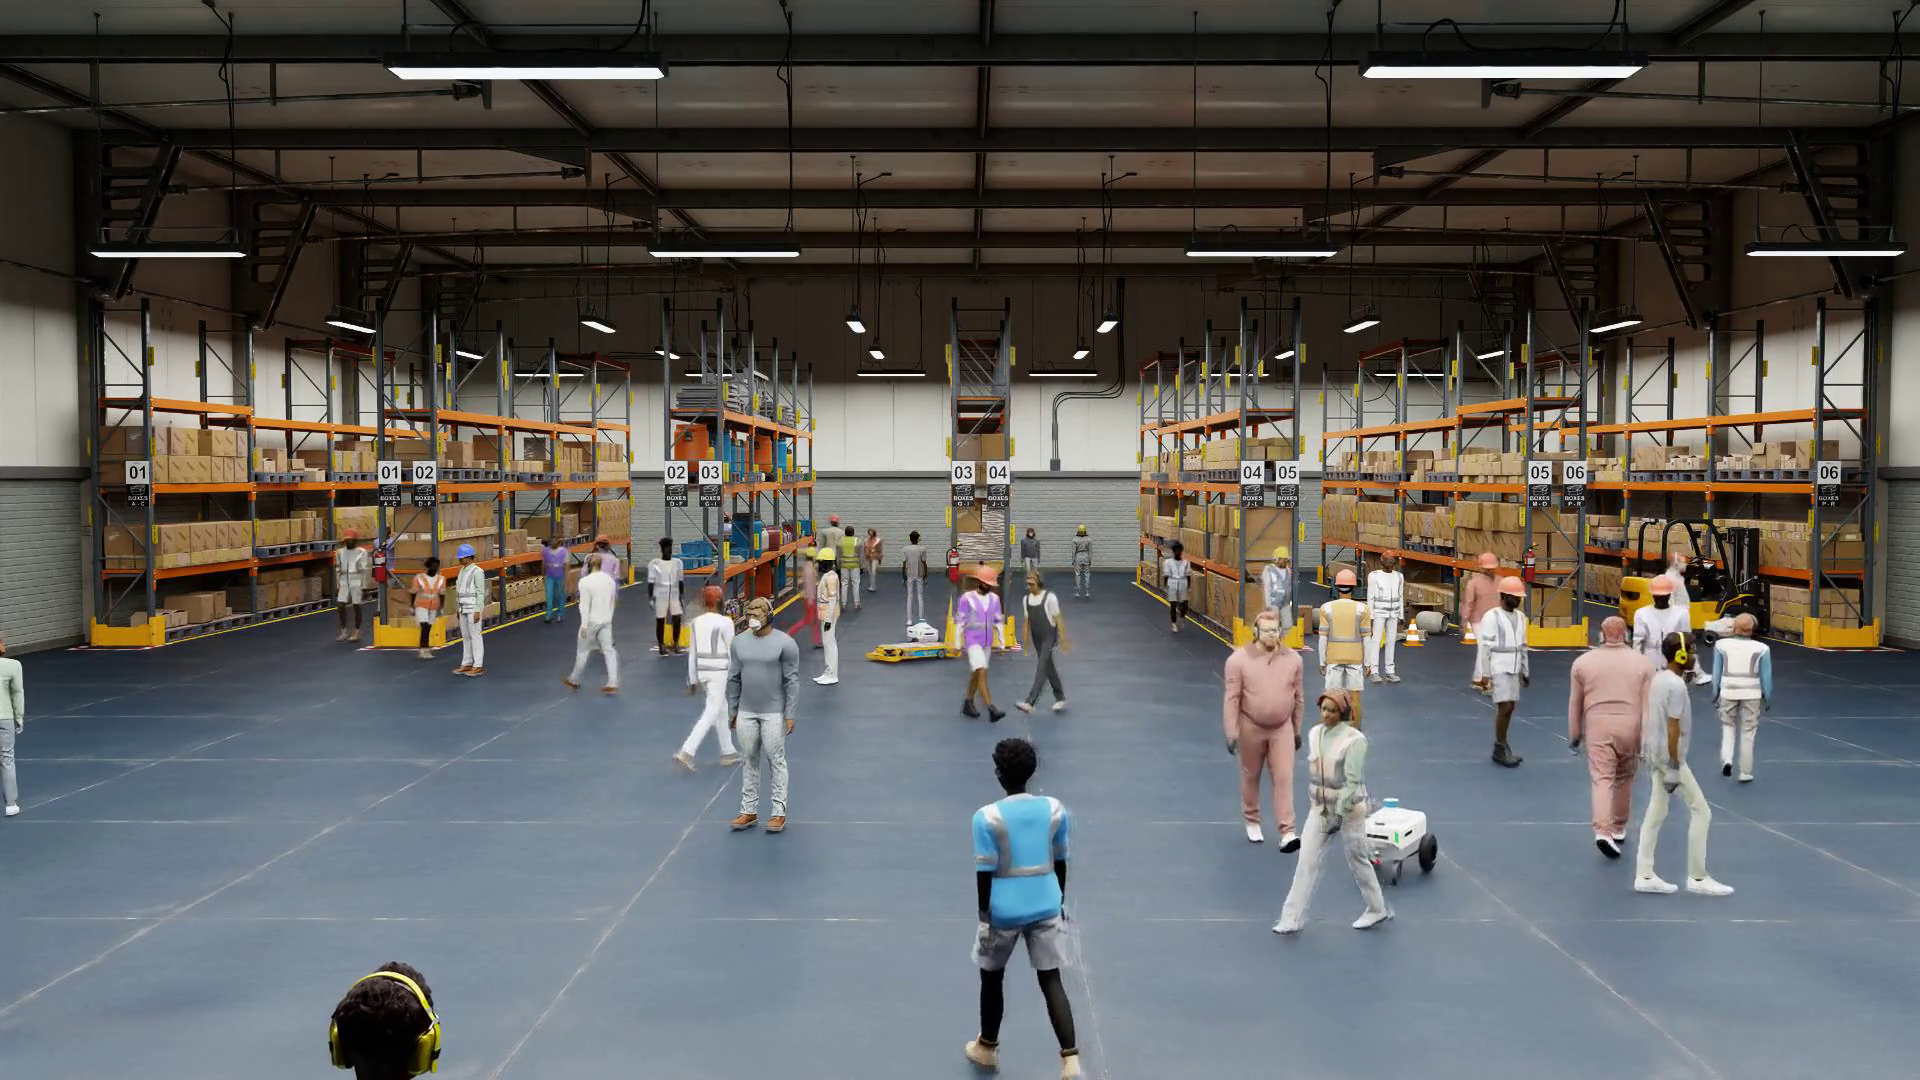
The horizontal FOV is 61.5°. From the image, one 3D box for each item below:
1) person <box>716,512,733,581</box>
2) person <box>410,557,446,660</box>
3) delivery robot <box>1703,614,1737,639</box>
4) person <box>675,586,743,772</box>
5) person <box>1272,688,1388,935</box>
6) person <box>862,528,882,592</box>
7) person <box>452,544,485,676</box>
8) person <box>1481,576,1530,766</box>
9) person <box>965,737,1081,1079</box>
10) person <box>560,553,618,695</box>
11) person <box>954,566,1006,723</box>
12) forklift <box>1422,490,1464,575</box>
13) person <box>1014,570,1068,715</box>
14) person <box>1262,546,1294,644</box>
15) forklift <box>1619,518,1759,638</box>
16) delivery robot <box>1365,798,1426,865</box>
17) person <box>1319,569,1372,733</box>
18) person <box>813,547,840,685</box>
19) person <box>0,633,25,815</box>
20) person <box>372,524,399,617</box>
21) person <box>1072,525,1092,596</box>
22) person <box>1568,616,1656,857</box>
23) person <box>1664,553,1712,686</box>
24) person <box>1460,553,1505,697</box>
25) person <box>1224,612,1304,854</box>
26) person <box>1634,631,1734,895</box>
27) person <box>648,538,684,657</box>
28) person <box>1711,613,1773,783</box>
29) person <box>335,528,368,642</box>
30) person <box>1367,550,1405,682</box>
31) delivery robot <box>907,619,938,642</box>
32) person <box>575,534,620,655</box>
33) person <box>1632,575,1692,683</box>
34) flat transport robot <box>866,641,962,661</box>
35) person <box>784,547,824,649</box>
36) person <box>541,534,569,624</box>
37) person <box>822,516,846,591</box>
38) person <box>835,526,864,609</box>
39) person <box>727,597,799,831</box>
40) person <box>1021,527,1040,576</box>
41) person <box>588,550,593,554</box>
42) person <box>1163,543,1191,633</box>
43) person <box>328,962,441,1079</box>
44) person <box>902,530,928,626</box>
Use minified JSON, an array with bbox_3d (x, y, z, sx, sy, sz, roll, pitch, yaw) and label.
[{"bbox_3d":[-6.515,0.188,45.025,0.542,1.931,0.366,0,2,4],"label":"person"},{"bbox_3d":[-8.435,1.093,25.676,0.524,1.641,0.799,-2,3,-43],"label":"person"},{"bbox_3d":[13.257,1.519,27.904,0.707,0.478,0.477,2,3,36],"label":"delivery robot"},{"bbox_3d":[-2.525,1.378,16.225,0.572,1.850,0.969,2,3,42],"label":"person"},{"bbox_3d":[2.421,1.734,10.341,0.830,1.591,0.508,-2,3,-36],"label":"person"},{"bbox_3d":[-2.276,0.520,40.720,0.521,1.611,0.720,1,3,27],"label":"person"},{"bbox_3d":[-7.229,1.029,23.773,0.604,1.937,0.403,2,3,44],"label":"person"},{"bbox_3d":[5.583,1.326,16.442,0.571,1.919,0.441,-1,3,-30],"label":"person"},{"bbox_3d":[0.321,1.795,7.807,0.542,1.663,0.782,-1,3,-26],"label":"person"},{"bbox_3d":[-4.959,1.130,21.763,1.017,1.887,0.655,2,3,37],"label":"person"},{"bbox_3d":[0.283,1.244,19.370,0.578,1.848,1.066,-2,3,-35],"label":"person"},{"bbox_3d":[13.926,-0.371,47.846,1.873,2.768,1.129,0,2,0],"label":"forklift"},{"bbox_3d":[1.020,1.259,19.953,1.023,1.776,0.562,-2,3,-43],"label":"person"},{"bbox_3d":[5.108,1.005,25.922,0.589,1.812,0.420,-1,3,-28],"label":"person"},{"bbox_3d":[13.417,0.684,29.791,2.313,2.155,1.214,0,2,0],"label":"forklift"},{"bbox_3d":[3.185,2.155,11.929,0.477,0.478,0.707,1,3,33],"label":"delivery robot"},{"bbox_3d":[4.143,1.283,17.377,0.553,1.934,0.364,1,2,17],"label":"person"},{"bbox_3d":[-1.883,1.070,22.827,0.360,1.930,0.588,-1,2,-13],"label":"person"},{"bbox_3d":[-8.350,1.570,13.916,0.505,1.633,0.279,-2,3,-34],"label":"person"},{"bbox_3d":[-11.978,0.632,33.731,0.627,1.940,0.376,0,2,8],"label":"person"},{"bbox_3d":[2.971,0.504,39.396,0.493,1.743,0.300,0,2,-4],"label":"person"},{"bbox_3d":[5.120,1.527,12.701,0.648,1.837,1.023,1,2,23],"label":"person"},{"bbox_3d":[10.102,1.112,22.585,0.960,1.855,0.673,1,2,24],"label":"person"},{"bbox_3d":[7.111,1.125,21.893,0.646,1.920,0.933,-1,2,-17],"label":"person"},{"bbox_3d":[2.413,1.505,12.689,0.671,1.855,0.994,0,2,-2],"label":"person"},{"bbox_3d":[5.102,1.564,11.337,0.766,1.843,0.530,0,2,5],"label":"person"},{"bbox_3d":[-4.697,0.934,26.027,0.646,1.935,0.801,-1,3,-28],"label":"person"},{"bbox_3d":[7.517,1.510,15.514,0.536,1.624,0.376,2,3,38],"label":"person"},{"bbox_3d":[-10.762,0.804,28.452,0.624,2.011,0.777,0,2,2],"label":"person"},{"bbox_3d":[6.081,1.082,23.047,0.573,1.887,0.353,-1,2,-16],"label":"person"},{"bbox_3d":[-0.624,1.561,26.884,0.477,0.478,0.707,-1,2,-20],"label":"delivery robot"},{"bbox_3d":[-5.910,0.892,26.668,0.730,1.986,0.962,-2,3,-37],"label":"person"},{"bbox_3d":[7.329,1.316,16.875,0.571,1.906,0.684,1,3,30],"label":"person"},{"bbox_3d":[-0.740,1.783,25.969,1.431,0.197,0.652,-2,3,-36],"label":"flat transport robot"},{"bbox_3d":[-2.603,0.979,27.438,0.713,1.746,0.530,0,2,0],"label":"person"},{"bbox_3d":[-8.070,0.773,32.148,0.558,1.780,0.940,0,2,-3],"label":"person"},{"bbox_3d":[-3.186,0.351,40.877,0.610,1.943,1.017,0,2,4],"label":"person"},{"bbox_3d":[-2.430,0.604,35.672,0.624,1.844,0.429,0,2,4],"label":"person"},{"bbox_3d":[-1.648,1.439,13.424,0.635,1.938,0.359,1,2,20],"label":"person"},{"bbox_3d":[1.826,0.467,41.937,0.503,1.616,0.605,0,2,-8],"label":"person"},{"bbox_3d":[-10.575,0.281,46.653,0.622,1.613,0.514,2,3,42],"label":"person"},{"bbox_3d":[4.073,0.895,30.258,0.542,1.687,0.363,0,2,-2],"label":"person"},{"bbox_3d":[-1.246,1.865,3.558,0.507,1.872,0.329,0,2,-1],"label":"person"},{"bbox_3d":[-0.887,0.746,31.720,0.520,1.874,0.327,0,2,4],"label":"person"}]
